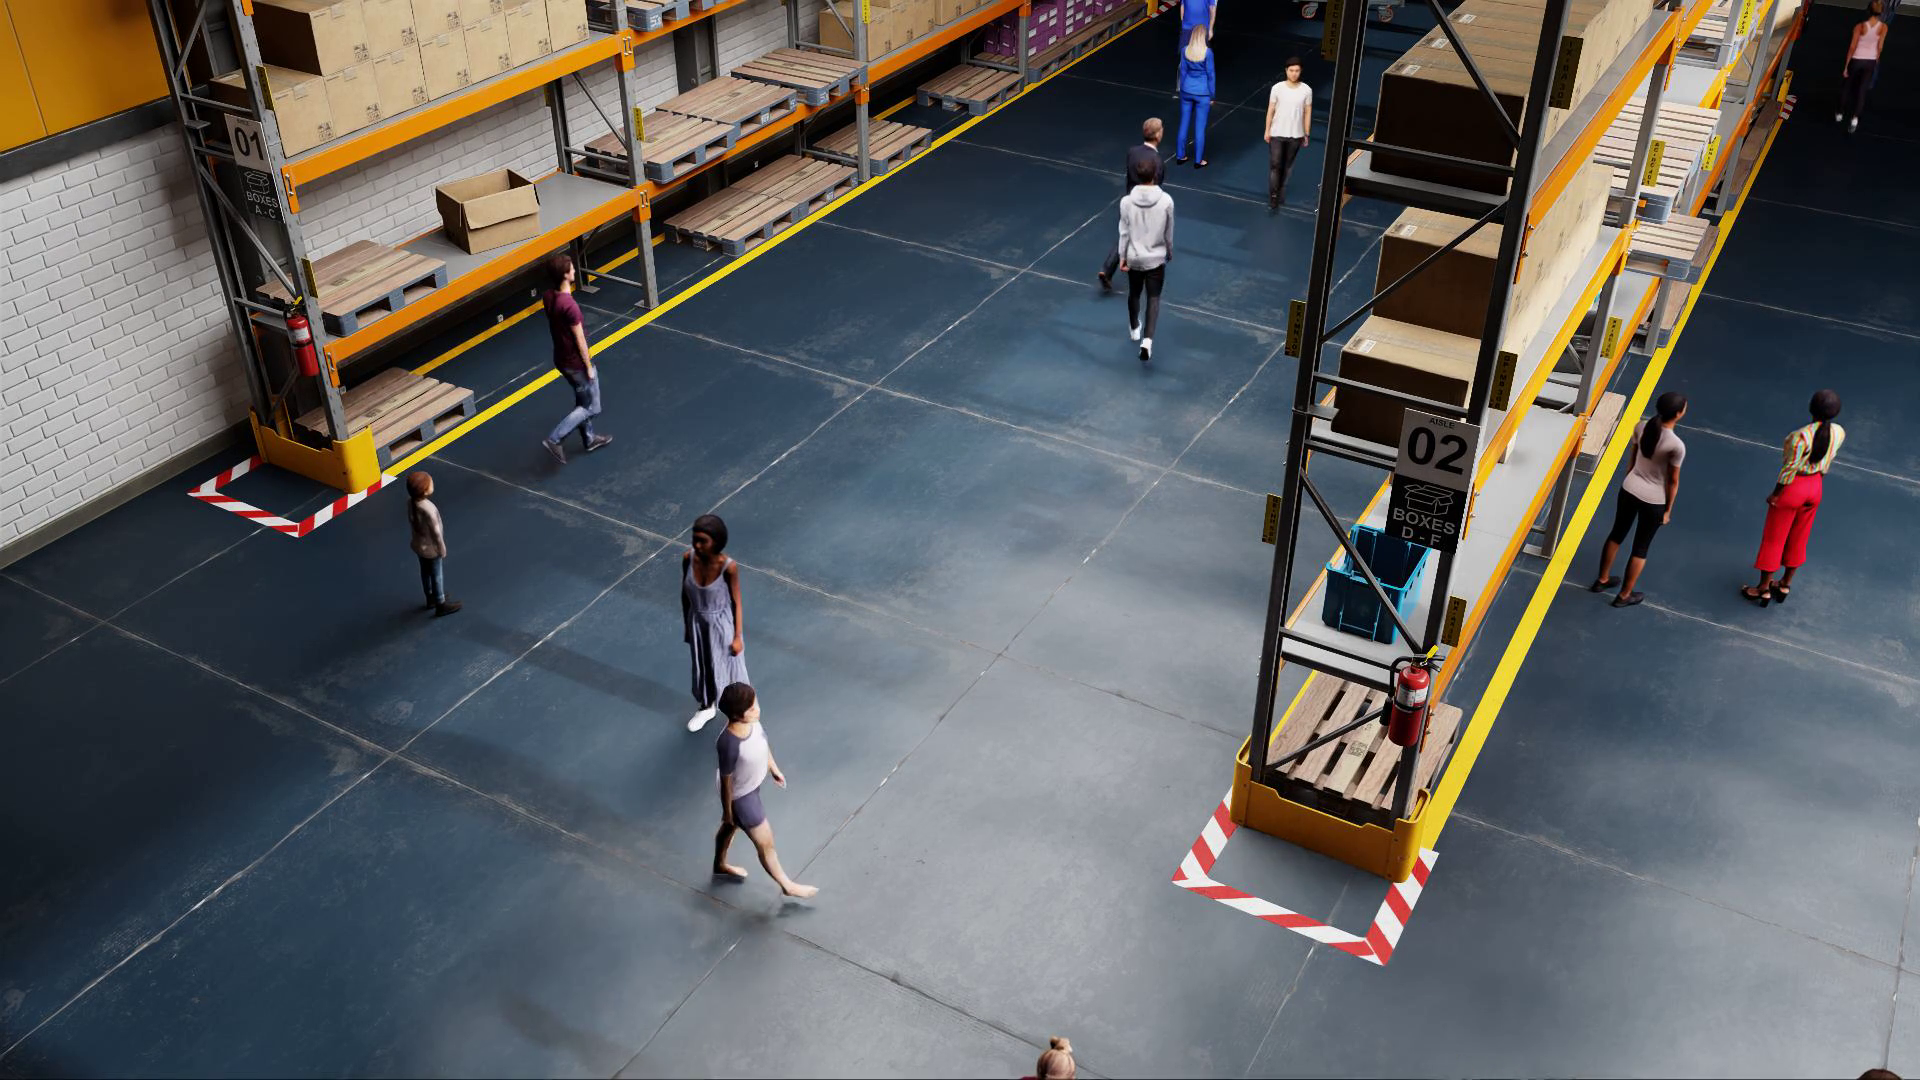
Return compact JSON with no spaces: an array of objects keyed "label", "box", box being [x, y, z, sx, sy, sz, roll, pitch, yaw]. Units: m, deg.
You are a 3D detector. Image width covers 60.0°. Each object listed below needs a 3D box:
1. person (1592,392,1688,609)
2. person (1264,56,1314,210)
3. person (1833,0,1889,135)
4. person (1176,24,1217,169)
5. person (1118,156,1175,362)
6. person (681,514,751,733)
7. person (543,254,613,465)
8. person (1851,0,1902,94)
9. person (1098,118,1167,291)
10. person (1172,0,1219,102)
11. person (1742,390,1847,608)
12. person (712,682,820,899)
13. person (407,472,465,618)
[{"label":"person","box":[5.022,-0.308,12.250,0.685,1.744,0.675,-19,38,-26]},{"label":"person","box":[3.698,-4.645,18.812,0.870,1.704,1.019,3,34,5]},{"label":"person","box":[11.288,-5.913,20.792,0.657,1.622,1.091,13,36,19]},{"label":"person","box":[2.799,-5.278,19.767,0.641,1.700,0.577,23,40,30]},{"label":"person","box":[1.745,-2.608,15.571,0.961,1.900,1.294,5,34,7]},{"label":"person","box":[-1.618,0.564,10.982,0.617,1.696,0.571,12,35,17]},{"label":"person","box":[-3.293,-1.478,13.931,1.036,1.833,0.882,-23,40,-31]},{"label":"person","box":[12.207,-6.830,22.016,0.697,1.796,0.484,21,39,28]},{"label":"person","box":[1.781,-3.352,16.789,1.217,1.789,0.917,-27,42,-34]},{"label":"person","box":[3.145,-6.713,21.841,0.793,1.794,1.140,12,35,17]},{"label":"person","box":[6.136,-0.306,12.204,0.674,1.793,0.735,-9,35,-13]},{"label":"person","box":[-1.354,1.455,9.789,0.840,1.533,0.946,4,34,7]},{"label":"person","box":[-3.929,0.020,12.254,0.511,1.195,0.519,28,42,35]}]
